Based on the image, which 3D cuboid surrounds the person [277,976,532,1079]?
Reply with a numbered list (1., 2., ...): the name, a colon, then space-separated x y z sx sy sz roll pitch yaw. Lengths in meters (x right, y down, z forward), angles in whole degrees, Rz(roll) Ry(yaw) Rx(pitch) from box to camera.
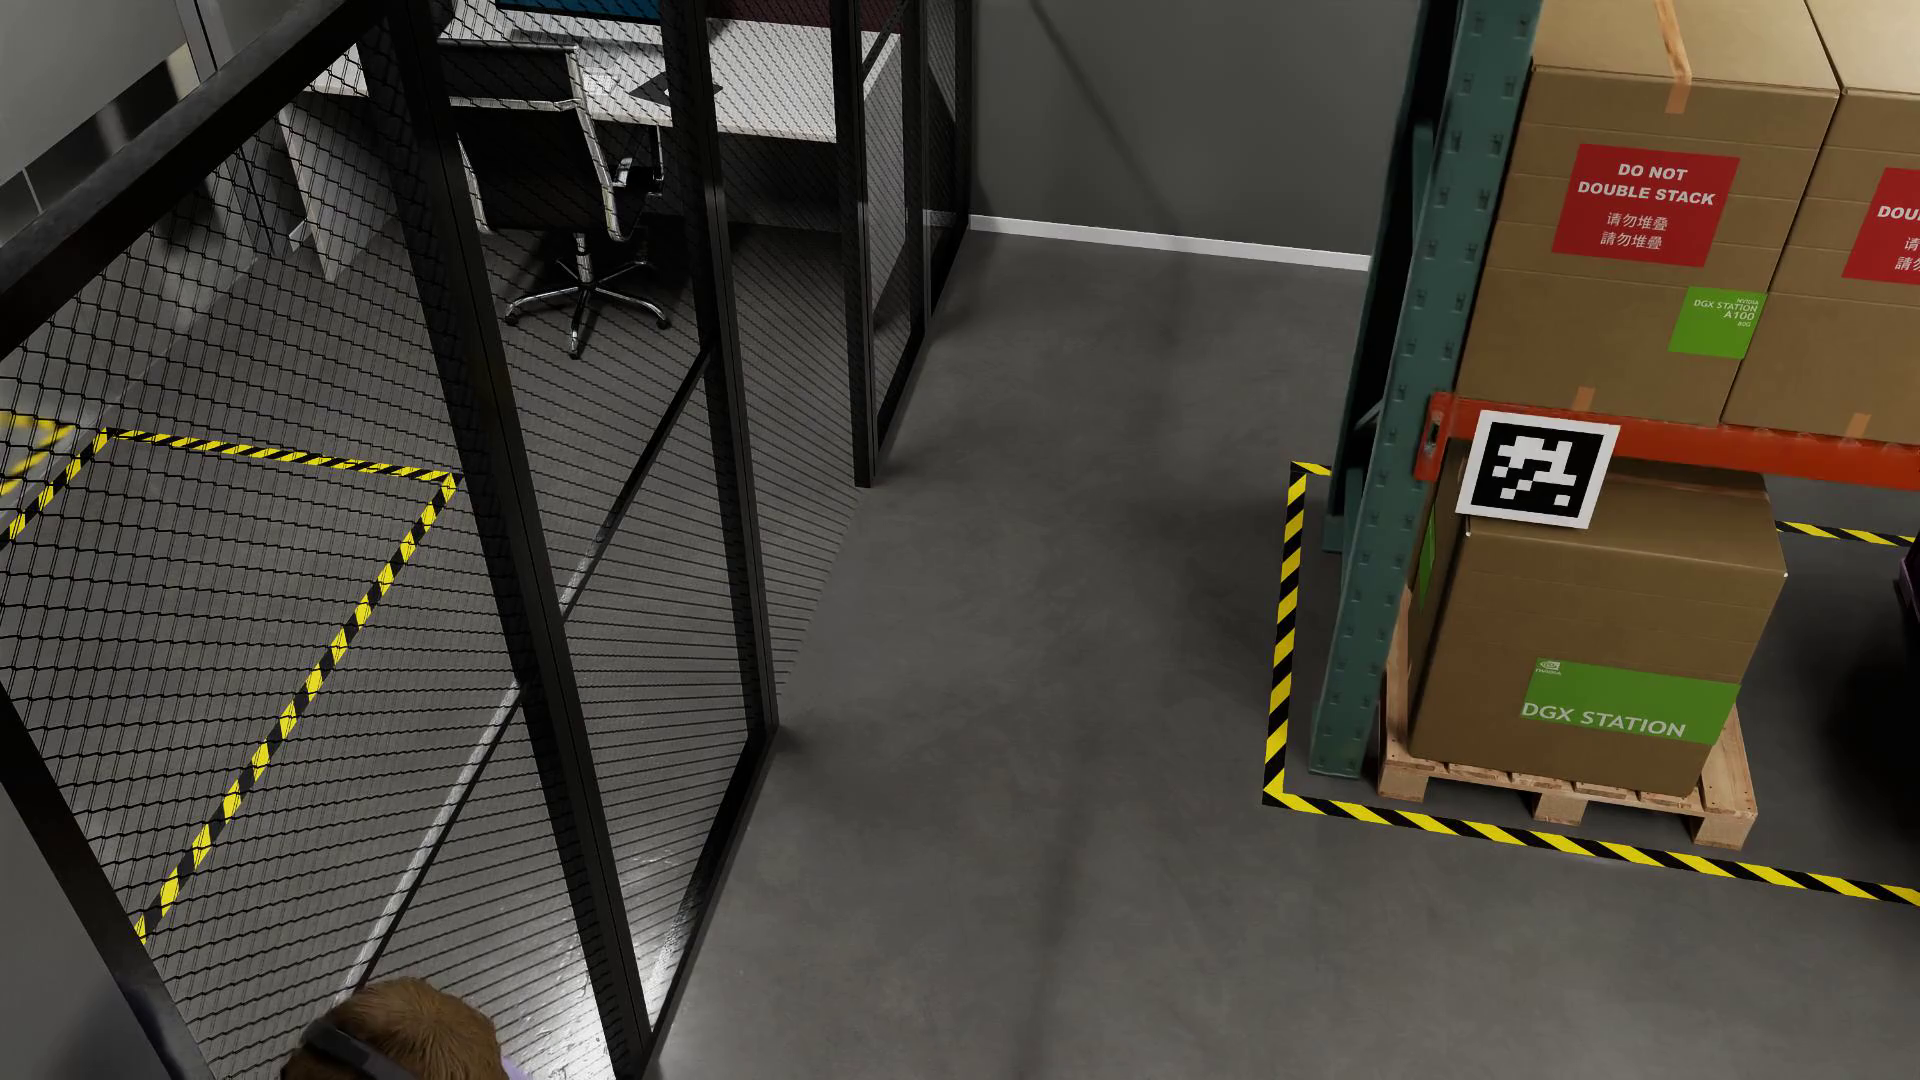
1. person: -0.531 1.156 2.170 0.635 1.933 0.359 18 44 20
